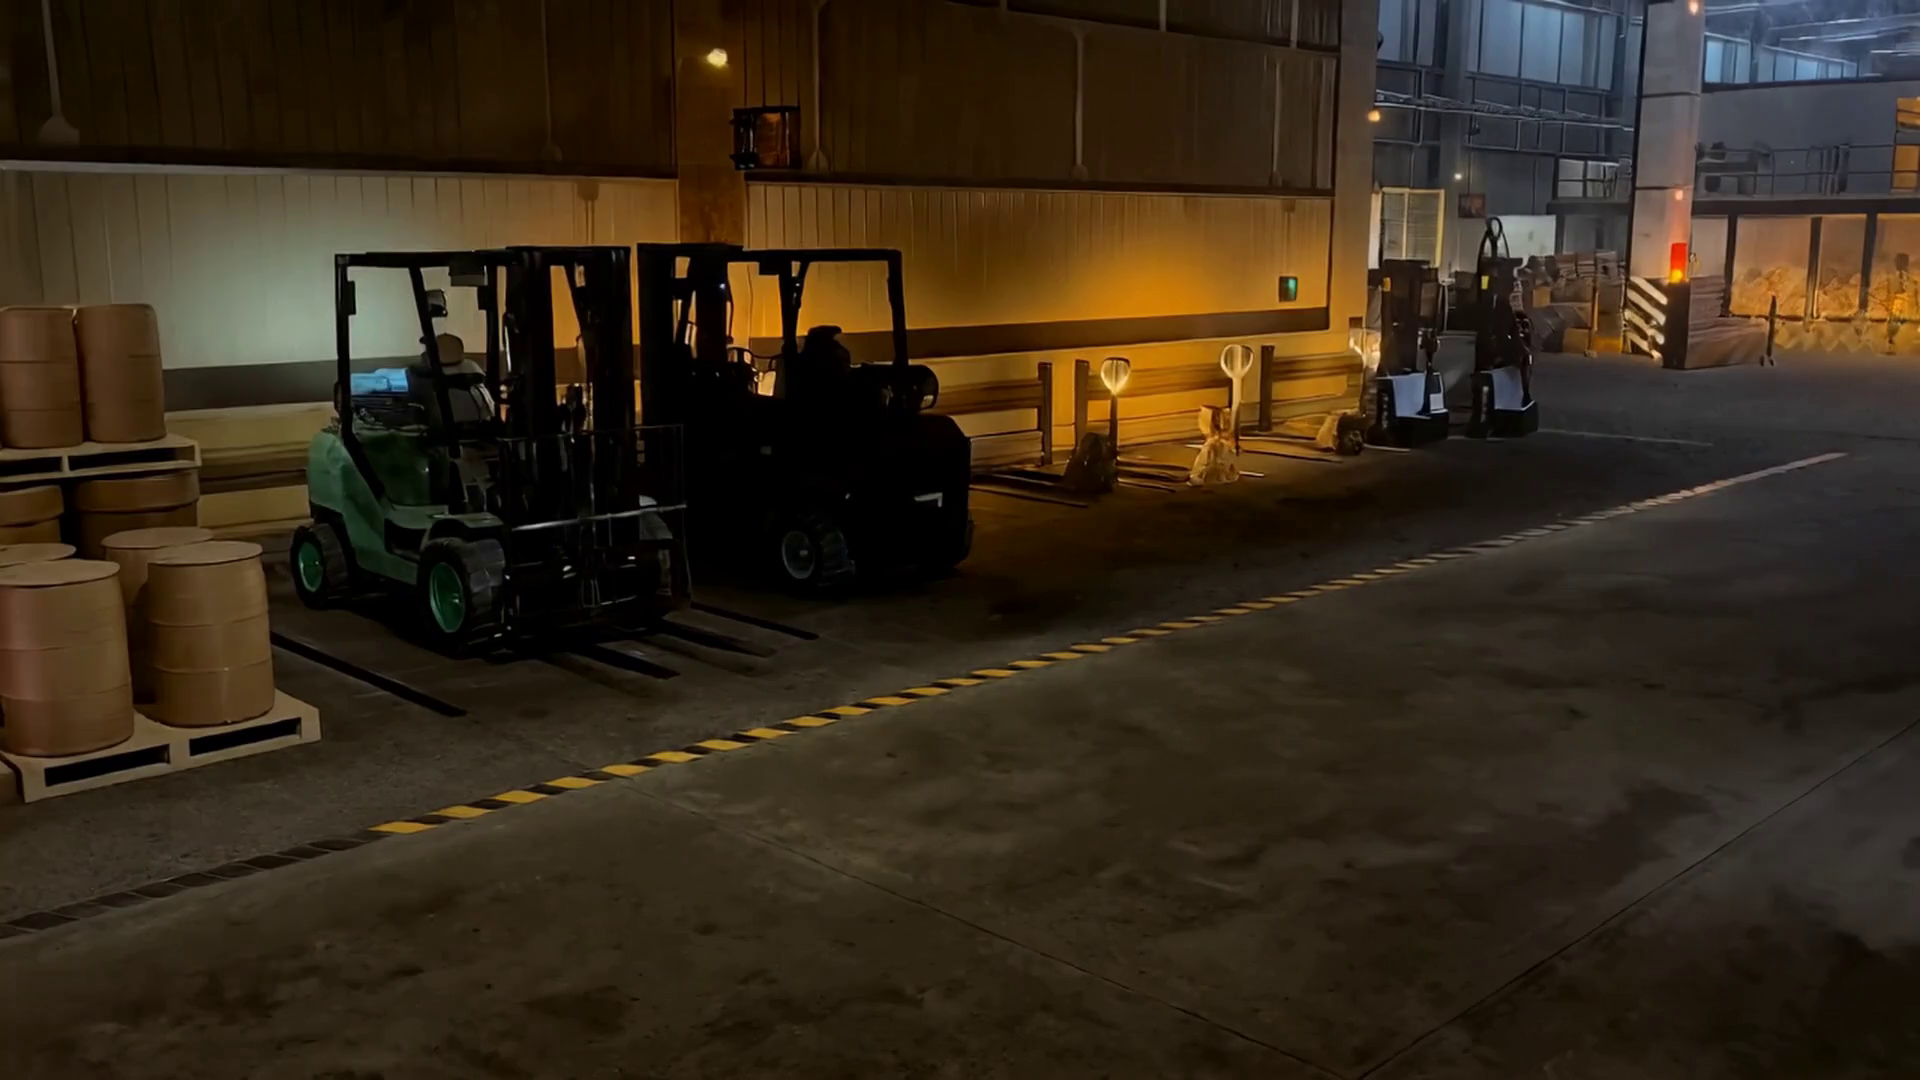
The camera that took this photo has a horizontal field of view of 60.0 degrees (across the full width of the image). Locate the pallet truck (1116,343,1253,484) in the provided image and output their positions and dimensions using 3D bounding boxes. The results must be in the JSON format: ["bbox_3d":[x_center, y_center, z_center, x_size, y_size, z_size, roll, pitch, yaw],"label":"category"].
[{"bbox_3d":[1.962,-1.215,15.415,1.522,1.261,0.704,10,14,43],"label":"pallet truck"}]

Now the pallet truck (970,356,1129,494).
[{"bbox_3d":[0.784,-1.085,14.876,0.680,1.201,1.601,-10,14,-44],"label":"pallet truck"}]

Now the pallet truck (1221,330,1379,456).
[{"bbox_3d":[3.563,-1.581,17.381,0.653,1.274,1.630,-10,14,-44],"label":"pallet truck"}]

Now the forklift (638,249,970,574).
[{"bbox_3d":[-1.173,-0.958,11.239,2.680,1.987,1.157,10,14,43],"label":"forklift"}]

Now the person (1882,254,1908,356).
[{"bbox_3d":[17.449,-4.369,31.000,0.574,1.883,0.355,-10,15,-44],"label":"person"}]

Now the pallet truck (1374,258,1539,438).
[{"bbox_3d":[5.704,-2.208,18.901,1.885,1.965,0.823,10,14,43],"label":"pallet truck"}]

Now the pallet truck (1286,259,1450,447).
[{"bbox_3d":[4.493,-2.078,18.196,0.823,1.965,1.885,-9,14,-40],"label":"pallet truck"}]

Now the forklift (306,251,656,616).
[{"bbox_3d":[-2.833,-0.669,9.694,1.157,1.987,2.680,-10,14,-44],"label":"forklift"}]
